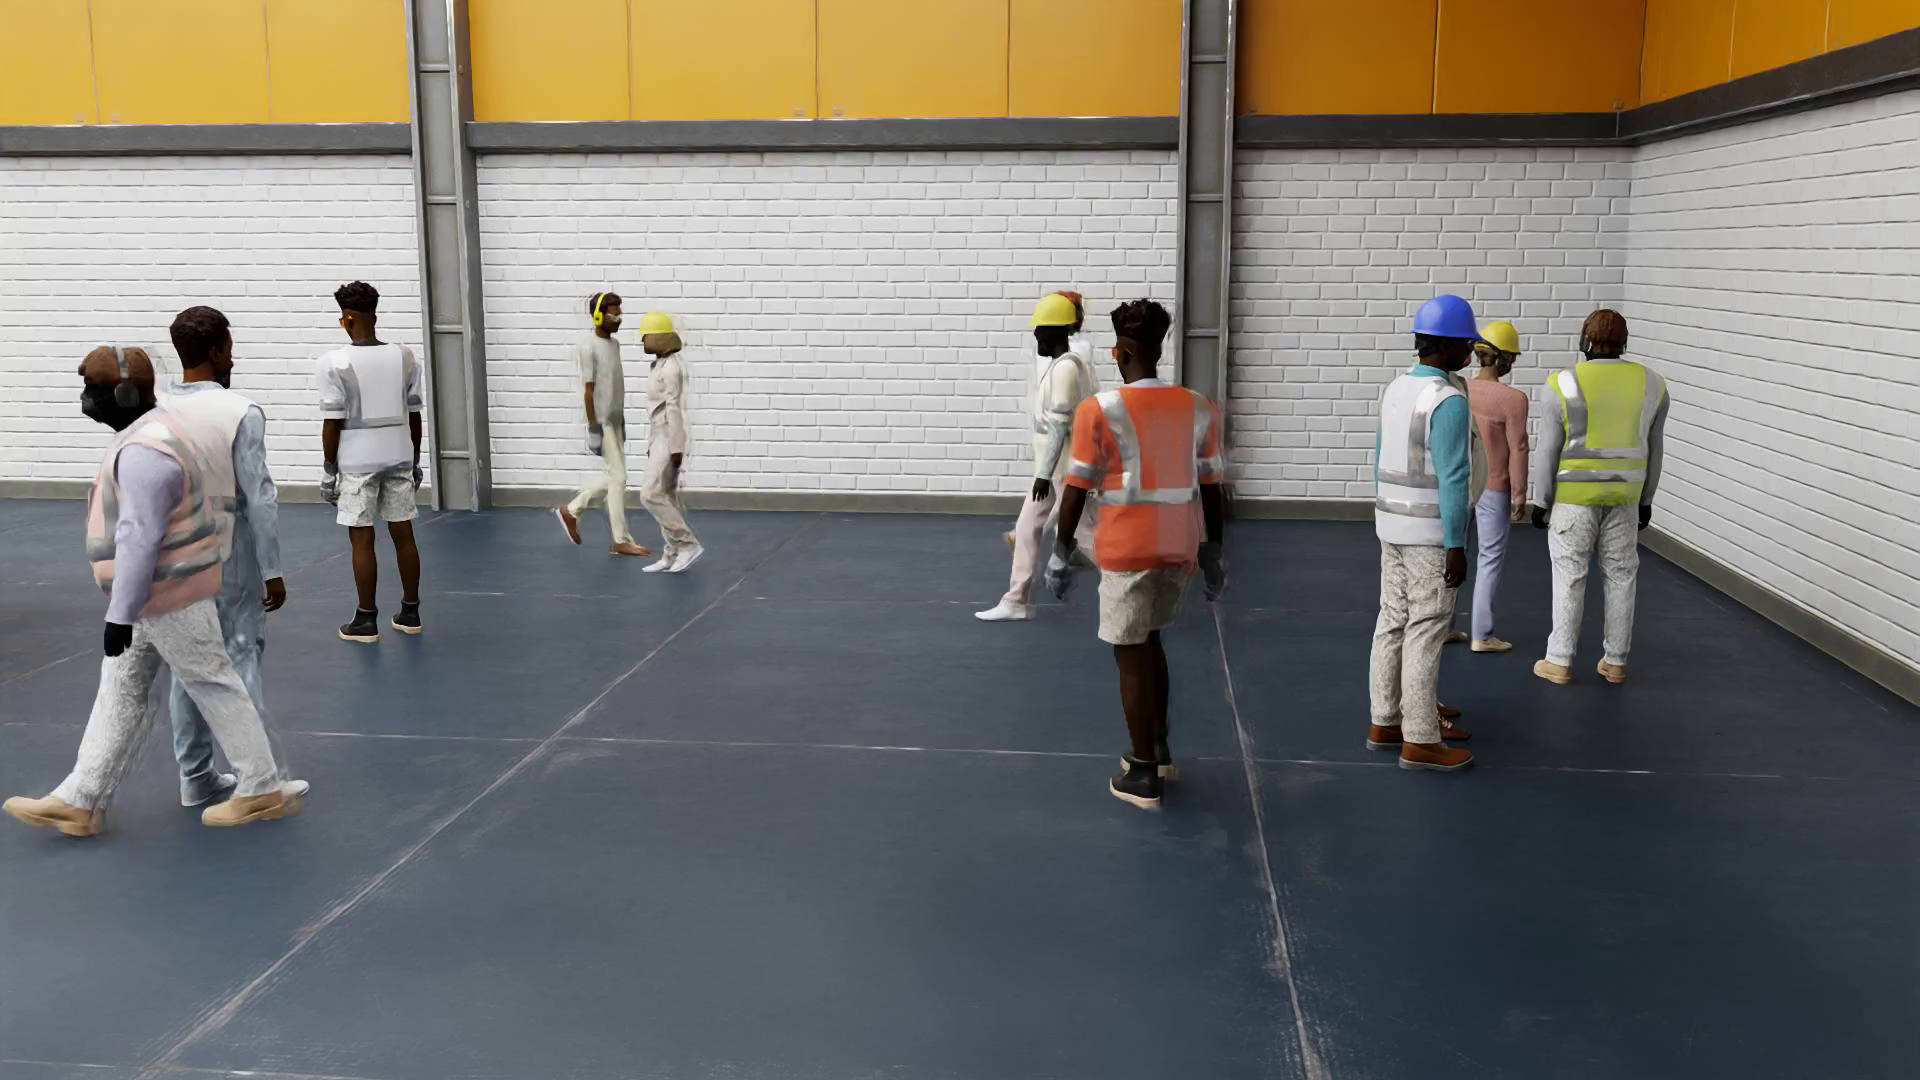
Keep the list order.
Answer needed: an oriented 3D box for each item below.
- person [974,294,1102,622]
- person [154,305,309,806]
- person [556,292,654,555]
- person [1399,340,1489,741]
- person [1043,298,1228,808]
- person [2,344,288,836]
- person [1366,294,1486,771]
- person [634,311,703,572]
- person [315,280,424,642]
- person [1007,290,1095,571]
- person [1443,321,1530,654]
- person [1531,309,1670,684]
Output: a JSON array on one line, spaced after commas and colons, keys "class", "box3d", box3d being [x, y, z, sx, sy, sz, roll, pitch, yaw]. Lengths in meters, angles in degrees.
[{"class": "person", "box3d": [0.613, -0.444, 9.408, 0.969, 1.891, 0.588, -1, 10, -5]}, {"class": "person", "box3d": [-2.832, 0.081, 6.301, 0.591, 1.919, 0.392, 3, 10, 17]}, {"class": "person", "box3d": [-2.506, -0.812, 11.641, 0.718, 1.842, 0.515, 2, 10, 13]}, {"class": "person", "box3d": [2.106, -0.093, 7.328, 0.409, 1.909, 0.639, 2, 10, 12]}, {"class": "person", "box3d": [0.677, 0.040, 6.470, 0.641, 1.939, 0.635, -6, 11, -29]}, {"class": "person", "box3d": [-2.950, 0.200, 5.972, 0.949, 1.792, 0.639, -6, 11, -29]}, {"class": "person", "box3d": [1.928, -0.033, 6.871, 0.408, 1.942, 0.615, -2, 10, -12]}, {"class": "person", "box3d": [-1.963, -0.629, 10.894, 0.350, 1.726, 0.494, -3, 10, -15]}, {"class": "person", "box3d": [-3.204, -0.425, 9.066, 0.368, 1.963, 0.603, 9, 13, 41]}, {"class": "person", "box3d": [0.616, -0.684, 10.828, 0.690, 1.867, 0.582, -6, 12, -32]}, {"class": "person", "box3d": [2.778, -0.275, 8.810, 0.336, 1.757, 0.532, -7, 12, -36]}, {"class": "person", "box3d": [3.104, -0.204, 8.154, 0.626, 1.844, 0.429, 0, 10, -2]}]
